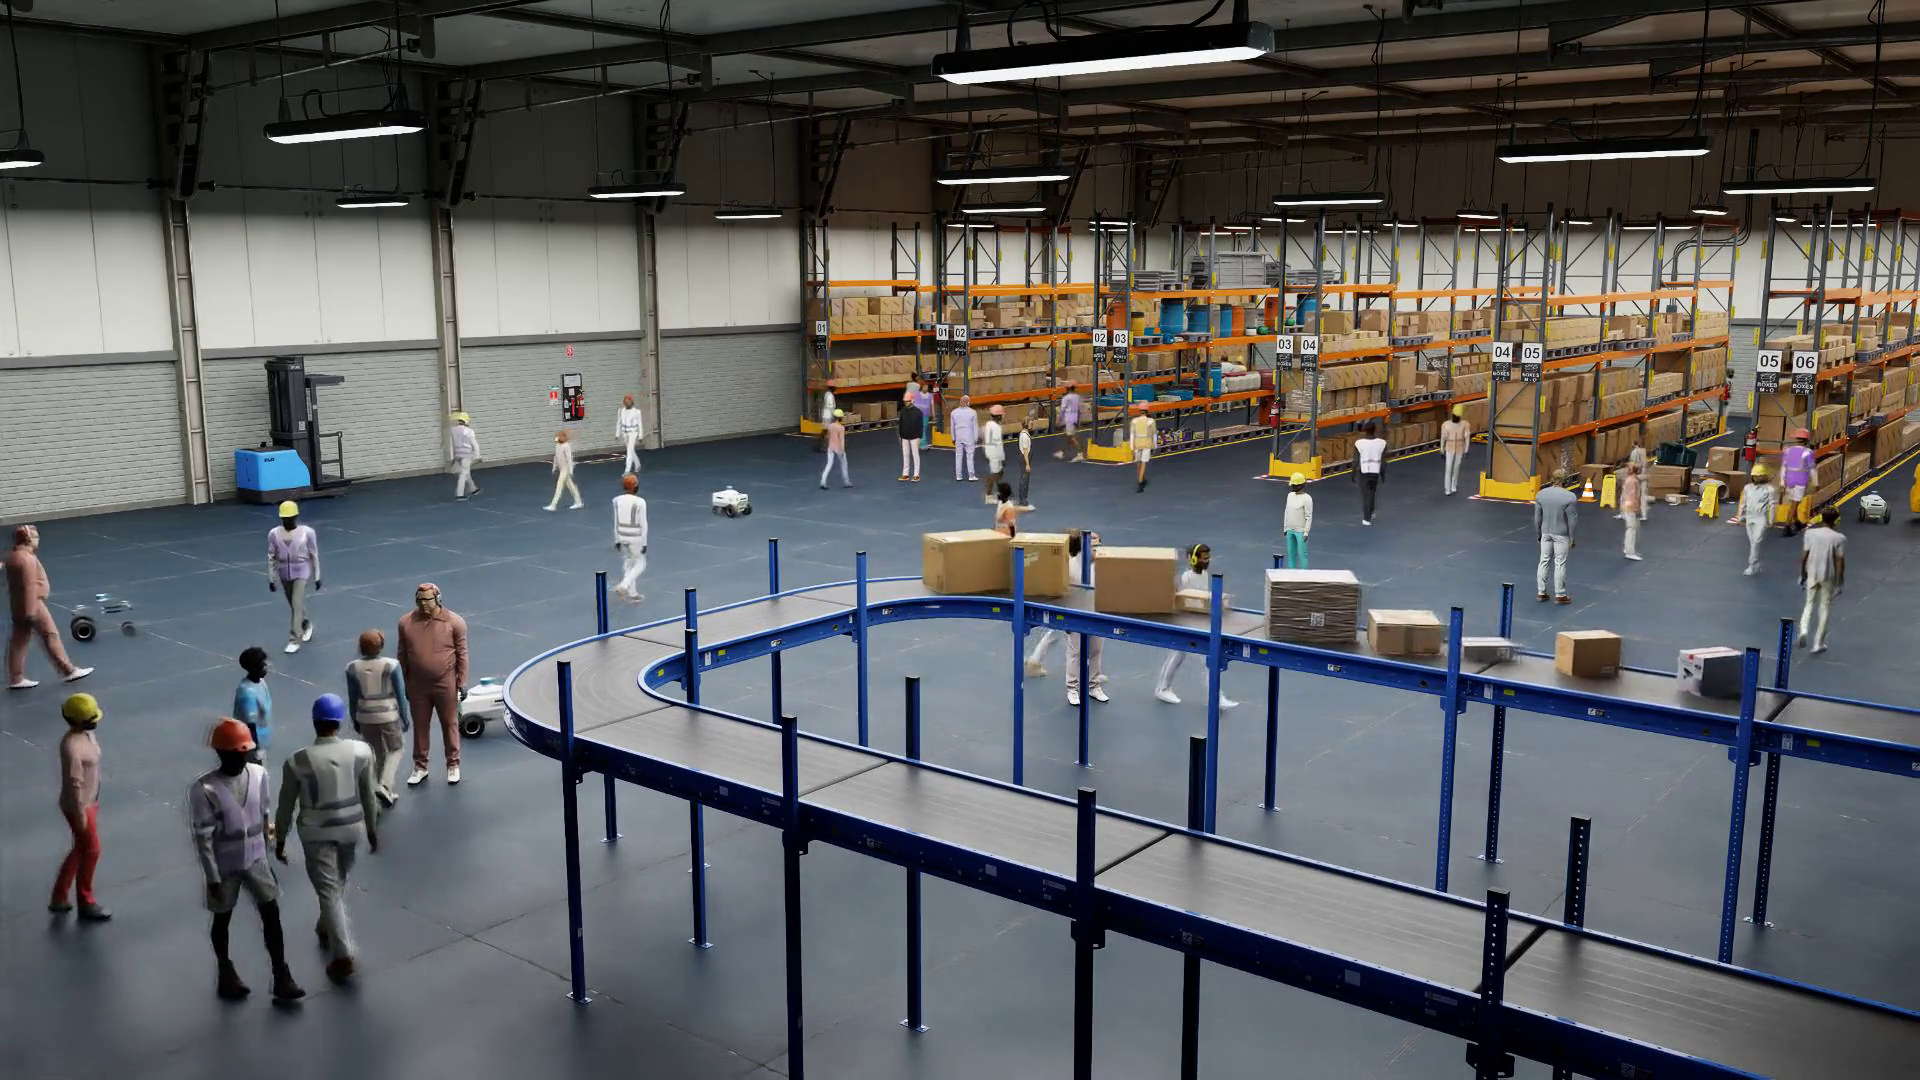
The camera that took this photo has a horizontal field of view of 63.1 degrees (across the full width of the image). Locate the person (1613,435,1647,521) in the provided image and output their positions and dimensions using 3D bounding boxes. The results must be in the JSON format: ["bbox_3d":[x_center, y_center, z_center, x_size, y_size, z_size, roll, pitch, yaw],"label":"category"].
[{"bbox_3d":[12.699,-1.169,29.512,0.536,1.617,0.666,-8,13,-38],"label":"person"}]

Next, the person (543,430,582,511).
[{"bbox_3d":[-7.809,-1.372,30.698,0.851,1.581,0.520,-7,12,-35],"label":"person"}]

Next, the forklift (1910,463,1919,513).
[{"bbox_3d":[19.034,-1.348,28.998,2.313,2.155,1.214,8,13,37],"label":"forklift"}]

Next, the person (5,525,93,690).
[{"bbox_3d":[-10.538,0.752,17.953,0.683,1.864,0.920,9,13,41],"label":"person"}]

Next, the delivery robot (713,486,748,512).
[{"bbox_3d":[-4.440,-0.792,30.216,0.707,0.478,0.477,7,12,35],"label":"delivery robot"}]

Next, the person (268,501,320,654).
[{"bbox_3d":[-8.414,0.418,19.793,0.596,1.886,0.975,0,10,0],"label":"person"}]

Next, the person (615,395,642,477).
[{"bbox_3d":[-7.549,-2.413,35.916,0.571,1.850,0.979,4,11,22],"label":"person"}]

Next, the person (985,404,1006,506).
[{"bbox_3d":[0.785,-1.711,31.410,0.711,2.017,0.638,-3,11,-17],"label":"person"}]

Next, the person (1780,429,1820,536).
[{"bbox_3d":[15.044,-1.033,27.963,0.957,1.892,0.570,-5,11,-26],"label":"person"}]

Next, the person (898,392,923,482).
[{"bbox_3d":[-1.107,-2.293,34.758,0.613,1.994,0.395,6,12,32],"label":"person"}]

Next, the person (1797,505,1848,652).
[{"bbox_3d":[10.728,0.486,19.500,0.536,1.857,0.465,10,14,44],"label":"person"}]

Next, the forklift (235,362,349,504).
[{"bbox_3d":[-13.803,-2.244,32.110,1.129,2.768,1.873,8,13,37],"label":"forklift"}]

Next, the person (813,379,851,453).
[{"bbox_3d":[-3.325,-3.168,39.991,0.993,1.889,0.564,-1,10,-3],"label":"person"}]

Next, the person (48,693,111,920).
[{"bbox_3d":[-6.551,1.957,11.581,0.524,1.729,0.557,-3,11,-17],"label":"person"}]

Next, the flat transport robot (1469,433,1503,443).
[{"bbox_3d":[14.607,-2.782,42.477,1.431,0.197,0.652,-4,11,-21],"label":"flat transport robot"}]

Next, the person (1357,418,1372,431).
[{"bbox_3d":[10.556,-3.347,40.860,0.551,1.932,0.378,7,13,36],"label":"person"}]

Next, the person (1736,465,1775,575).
[{"bbox_3d":[12.324,-0.307,24.326,0.750,1.714,0.506,-6,12,-31],"label":"person"}]

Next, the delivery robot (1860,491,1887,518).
[{"bbox_3d":[17.274,-0.679,29.581,0.477,0.478,0.707,4,11,21],"label":"delivery robot"}]

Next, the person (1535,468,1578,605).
[{"bbox_3d":[8.517,-0.062,22.369,0.373,1.936,0.629,-9,13,-40],"label":"person"}]

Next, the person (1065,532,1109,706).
[{"bbox_3d":[1.429,0.858,17.265,0.636,1.911,0.404,-5,11,-24],"label":"person"}]

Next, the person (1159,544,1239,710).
[{"bbox_3d":[2.574,0.940,17.073,0.517,1.817,0.995,-9,14,-42],"label":"person"}]

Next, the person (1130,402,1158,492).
[{"bbox_3d":[3.938,-2.007,33.449,0.549,1.883,1.006,5,11,24],"label":"person"}]

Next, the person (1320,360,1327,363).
[{"bbox_3d":[12.154,-5.509,52.851,0.383,1.996,0.609,-9,13,-40],"label":"person"}]

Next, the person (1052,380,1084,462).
[{"bbox_3d":[2.699,-2.929,38.364,1.053,1.993,0.610,8,13,37],"label":"person"}]

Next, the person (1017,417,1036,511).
[{"bbox_3d":[1.305,-1.505,30.742,0.345,1.846,0.507,-1,10,-4],"label":"person"}]

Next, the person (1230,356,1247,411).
[{"bbox_3d":[9.112,-5.122,51.184,0.598,1.816,0.585,7,12,36],"label":"person"}]

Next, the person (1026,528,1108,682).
[{"bbox_3d":[1.236,0.744,18.242,0.970,1.802,0.627,6,12,30],"label":"person"}]

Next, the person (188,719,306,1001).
[{"bbox_3d":[-4.667,2.108,10.197,0.848,1.909,0.545,8,13,37],"label":"person"}]

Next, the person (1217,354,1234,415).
[{"bbox_3d":[8.442,-4.968,49.971,0.633,1.938,0.356,-1,10,-6],"label":"person"}]

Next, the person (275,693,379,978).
[{"bbox_3d":[-4.361,2.014,10.820,0.651,1.892,0.994,-8,13,-40],"label":"person"}]

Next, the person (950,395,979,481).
[{"bbox_3d":[0.118,-2.265,34.843,0.642,1.910,0.401,4,11,22],"label":"person"}]

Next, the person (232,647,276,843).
[{"bbox_3d":[-5.921,1.706,13.120,0.350,1.680,0.591,-2,10,-13],"label":"person"}]

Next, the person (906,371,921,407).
[{"bbox_3d":[-1.306,-3.723,43.174,0.541,1.860,0.487,8,13,37],"label":"person"}]

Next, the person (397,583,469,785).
[{"bbox_3d":[-4.917,1.333,14.592,0.642,1.910,0.401,-1,10,-3],"label":"person"}]

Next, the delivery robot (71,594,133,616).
[{"bbox_3d":[-11.198,0.823,20.396,0.698,0.223,0.335,-6,12,-30],"label":"delivery robot"}]

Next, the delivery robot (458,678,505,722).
[{"bbox_3d":[-4.932,1.679,16.309,0.707,0.478,0.477,-6,12,-33],"label":"delivery robot"}]

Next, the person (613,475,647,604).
[{"bbox_3d":[-4.705,0.009,22.188,0.583,1.868,0.615,5,11,28],"label":"person"}]

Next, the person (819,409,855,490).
[{"bbox_3d":[-2.666,-1.952,33.579,0.522,1.727,0.888,8,13,36],"label":"person"}]

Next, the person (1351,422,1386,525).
[{"bbox_3d":[7.601,-1.267,29.247,0.621,1.893,0.789,-1,10,-3],"label":"person"}]

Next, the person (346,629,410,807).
[{"bbox_3d":[-5.172,1.603,13.871,0.546,1.614,0.481,1,10,4],"label":"person"}]

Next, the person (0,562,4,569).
[{"bbox_3d":[-15.447,-0.467,24.471,0.677,2.000,0.874,-1,10,-6],"label":"person"}]

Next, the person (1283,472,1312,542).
[{"bbox_3d":[5.006,-0.137,23.278,0.316,1.765,0.523,-6,12,-31],"label":"person"}]

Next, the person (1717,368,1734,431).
[{"bbox_3d":[21.959,-4.052,45.191,0.691,1.810,0.646,3,11,17],"label":"person"}]

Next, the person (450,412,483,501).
[{"bbox_3d":[-10.112,-1.732,32.193,0.597,1.783,0.916,6,12,29],"label":"person"}]

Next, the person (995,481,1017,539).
[{"bbox_3d":[0.760,-0.055,23.072,0.802,1.666,0.527,-1,10,-7],"label":"person"}]

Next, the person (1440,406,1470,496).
[{"bbox_3d":[10.399,-1.891,32.900,0.576,1.863,0.987,2,10,9],"label":"person"}]

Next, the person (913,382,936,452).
[{"bbox_3d":[-0.906,-3.148,40.153,0.580,1.781,0.983,-5,11,-26],"label":"person"}]

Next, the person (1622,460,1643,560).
[{"bbox_3d":[11.022,-0.487,25.615,0.365,1.636,0.537,5,11,25],"label":"person"}]
